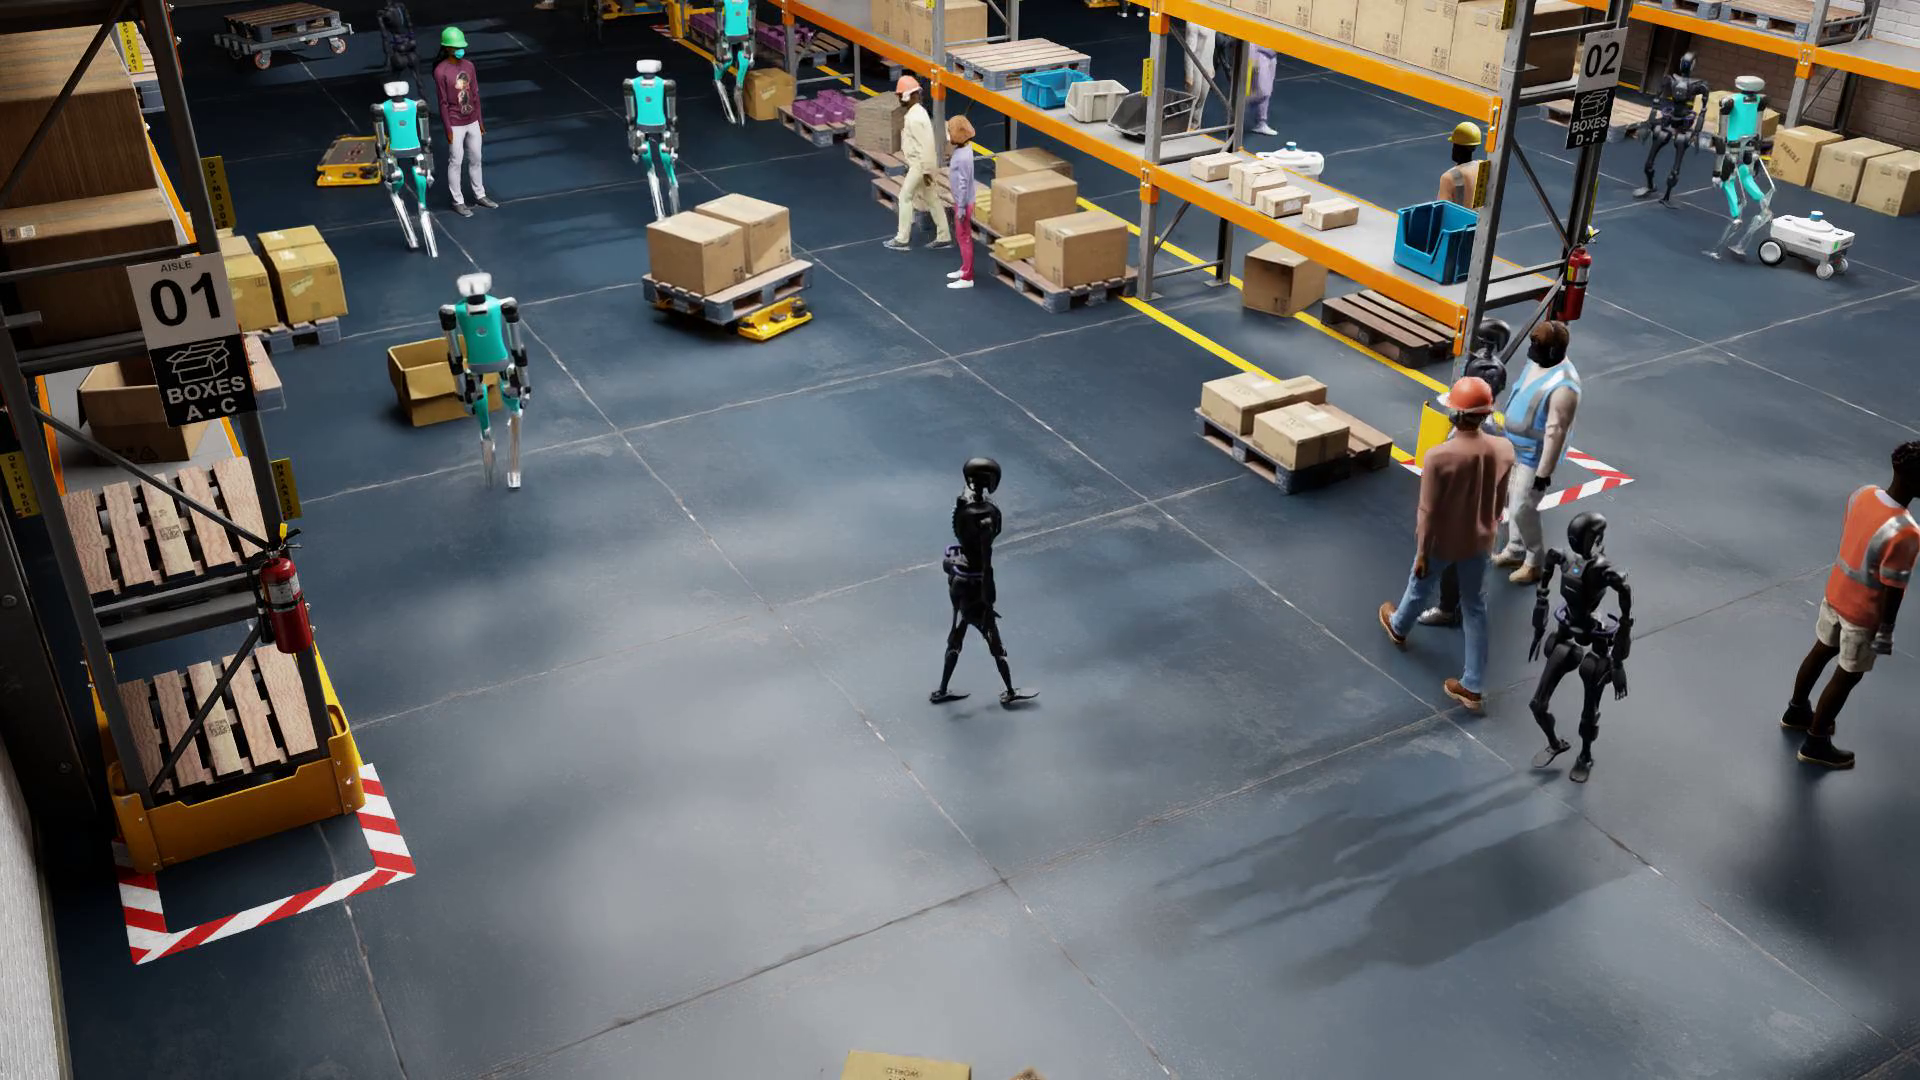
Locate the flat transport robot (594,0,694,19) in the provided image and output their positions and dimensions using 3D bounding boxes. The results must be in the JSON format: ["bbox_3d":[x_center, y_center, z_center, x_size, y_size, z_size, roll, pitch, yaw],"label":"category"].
[{"bbox_3d":[-4.929,-8.331,25.911,1.431,0.231,0.659,-12,32,-19],"label":"flat transport robot"}]

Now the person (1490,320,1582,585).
[{"bbox_3d":[3.744,-0.567,10.849,0.443,1.828,0.638,1,30,2],"label":"person"}]

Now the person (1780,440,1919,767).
[{"bbox_3d":[4.963,0.338,9.134,0.384,1.956,0.601,1,30,2],"label":"person"}]

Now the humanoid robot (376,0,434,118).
[{"bbox_3d":[-6.910,-6.033,20.509,0.626,1.632,0.612,12,32,20],"label":"humanoid robot"}]

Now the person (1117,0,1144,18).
[{"bbox_3d":[2.626,-8.912,25.339,0.509,1.846,0.338,-2,30,-4],"label":"person"}]

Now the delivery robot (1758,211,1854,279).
[{"bbox_3d":[8.242,-2.895,16.175,0.499,0.607,0.808,-20,36,-31],"label":"delivery robot"}]

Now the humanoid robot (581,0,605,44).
[{"bbox_3d":[-5.346,-7.997,23.952,0.613,1.621,0.740,-7,31,-12],"label":"humanoid robot"}]

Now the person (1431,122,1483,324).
[{"bbox_3d":[4.248,-2.642,14.346,0.586,1.927,0.367,-22,37,-33],"label":"person"}]

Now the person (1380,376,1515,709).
[{"bbox_3d":[2.910,-0.024,9.787,0.640,1.928,1.074,-7,31,-12],"label":"person"}]

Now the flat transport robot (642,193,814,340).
[{"bbox_3d":[-2.094,-2.156,15.162,1.431,0.231,0.659,22,36,33],"label":"flat transport robot"}]

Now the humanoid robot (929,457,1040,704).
[{"bbox_3d":[0.136,0.231,9.610,0.636,1.640,0.615,-8,31,-13],"label":"humanoid robot"}]

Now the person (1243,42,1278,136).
[{"bbox_3d":[3.583,-5.725,19.752,0.495,1.883,0.704,17,34,28],"label":"person"}]

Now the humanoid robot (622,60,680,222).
[{"bbox_3d":[-3.094,-4.026,17.031,0.539,1.873,0.728,0,30,0],"label":"humanoid robot"}]

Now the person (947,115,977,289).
[{"bbox_3d":[0.014,-3.159,15.548,0.278,1.628,0.503,-1,30,-2],"label":"person"}]

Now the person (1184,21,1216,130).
[{"bbox_3d":[2.794,-5.491,19.340,0.369,1.892,0.584,21,36,32],"label":"person"}]

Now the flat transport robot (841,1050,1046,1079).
[{"bbox_3d":[0.074,2.791,6.551,0.659,0.231,1.431,5,30,8],"label":"flat transport robot"}]

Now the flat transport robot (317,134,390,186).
[{"bbox_3d":[-6.869,-4.335,18.956,0.659,0.231,1.431,-4,30,-7],"label":"flat transport robot"}]

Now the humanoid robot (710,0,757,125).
[{"bbox_3d":[-2.783,-5.901,20.303,0.546,1.877,0.733,-13,32,-22],"label":"humanoid robot"}]

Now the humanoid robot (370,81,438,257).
[{"bbox_3d":[-5.440,-3.637,16.304,0.540,1.818,0.754,-13,33,-22],"label":"humanoid robot"}]

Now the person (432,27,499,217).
[{"bbox_3d":[-5.190,-4.364,17.335,0.436,1.942,0.487,21,36,31],"label":"person"}]

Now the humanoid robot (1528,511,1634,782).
[{"bbox_3d":[3.386,0.576,9.003,0.424,1.637,0.621,-21,36,-32],"label":"humanoid robot"}]

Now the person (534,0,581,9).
[{"bbox_3d":[-6.336,-9.235,25.947,0.754,1.807,0.638,-7,31,-11],"label":"person"}]

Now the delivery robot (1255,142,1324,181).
[{"bbox_3d":[3.560,-4.030,18.134,0.762,0.590,0.526,-1,30,-3],"label":"delivery robot"}]

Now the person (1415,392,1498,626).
[{"bbox_3d":[3.096,-0.218,10.319,0.471,1.735,0.751,6,30,11],"label":"person"}]

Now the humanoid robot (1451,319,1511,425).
[{"bbox_3d":[3.488,-0.710,11.226,0.320,1.648,0.610,3,30,5],"label":"humanoid robot"}]

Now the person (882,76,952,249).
[{"bbox_3d":[-0.440,-3.707,16.422,0.790,1.696,0.565,5,30,8],"label":"person"}]

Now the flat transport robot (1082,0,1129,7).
[{"bbox_3d":[2.215,-8.796,26.722,0.659,0.231,1.431,-5,30,-9],"label":"flat transport robot"}]

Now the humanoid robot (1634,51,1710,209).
[{"bbox_3d":[7.573,-4.362,17.597,0.603,1.647,0.470,19,35,30],"label":"humanoid robot"}]

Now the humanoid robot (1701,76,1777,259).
[{"bbox_3d":[7.639,-3.521,16.066,0.530,1.758,0.814,-11,32,-18],"label":"humanoid robot"}]

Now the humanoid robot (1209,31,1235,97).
[{"bbox_3d":[3.390,-6.574,21.493,0.786,1.625,0.603,21,36,32],"label":"humanoid robot"}]

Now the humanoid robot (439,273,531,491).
[{"bbox_3d":[-3.350,-1.096,11.942,0.542,1.872,0.765,-7,31,-13],"label":"humanoid robot"}]
